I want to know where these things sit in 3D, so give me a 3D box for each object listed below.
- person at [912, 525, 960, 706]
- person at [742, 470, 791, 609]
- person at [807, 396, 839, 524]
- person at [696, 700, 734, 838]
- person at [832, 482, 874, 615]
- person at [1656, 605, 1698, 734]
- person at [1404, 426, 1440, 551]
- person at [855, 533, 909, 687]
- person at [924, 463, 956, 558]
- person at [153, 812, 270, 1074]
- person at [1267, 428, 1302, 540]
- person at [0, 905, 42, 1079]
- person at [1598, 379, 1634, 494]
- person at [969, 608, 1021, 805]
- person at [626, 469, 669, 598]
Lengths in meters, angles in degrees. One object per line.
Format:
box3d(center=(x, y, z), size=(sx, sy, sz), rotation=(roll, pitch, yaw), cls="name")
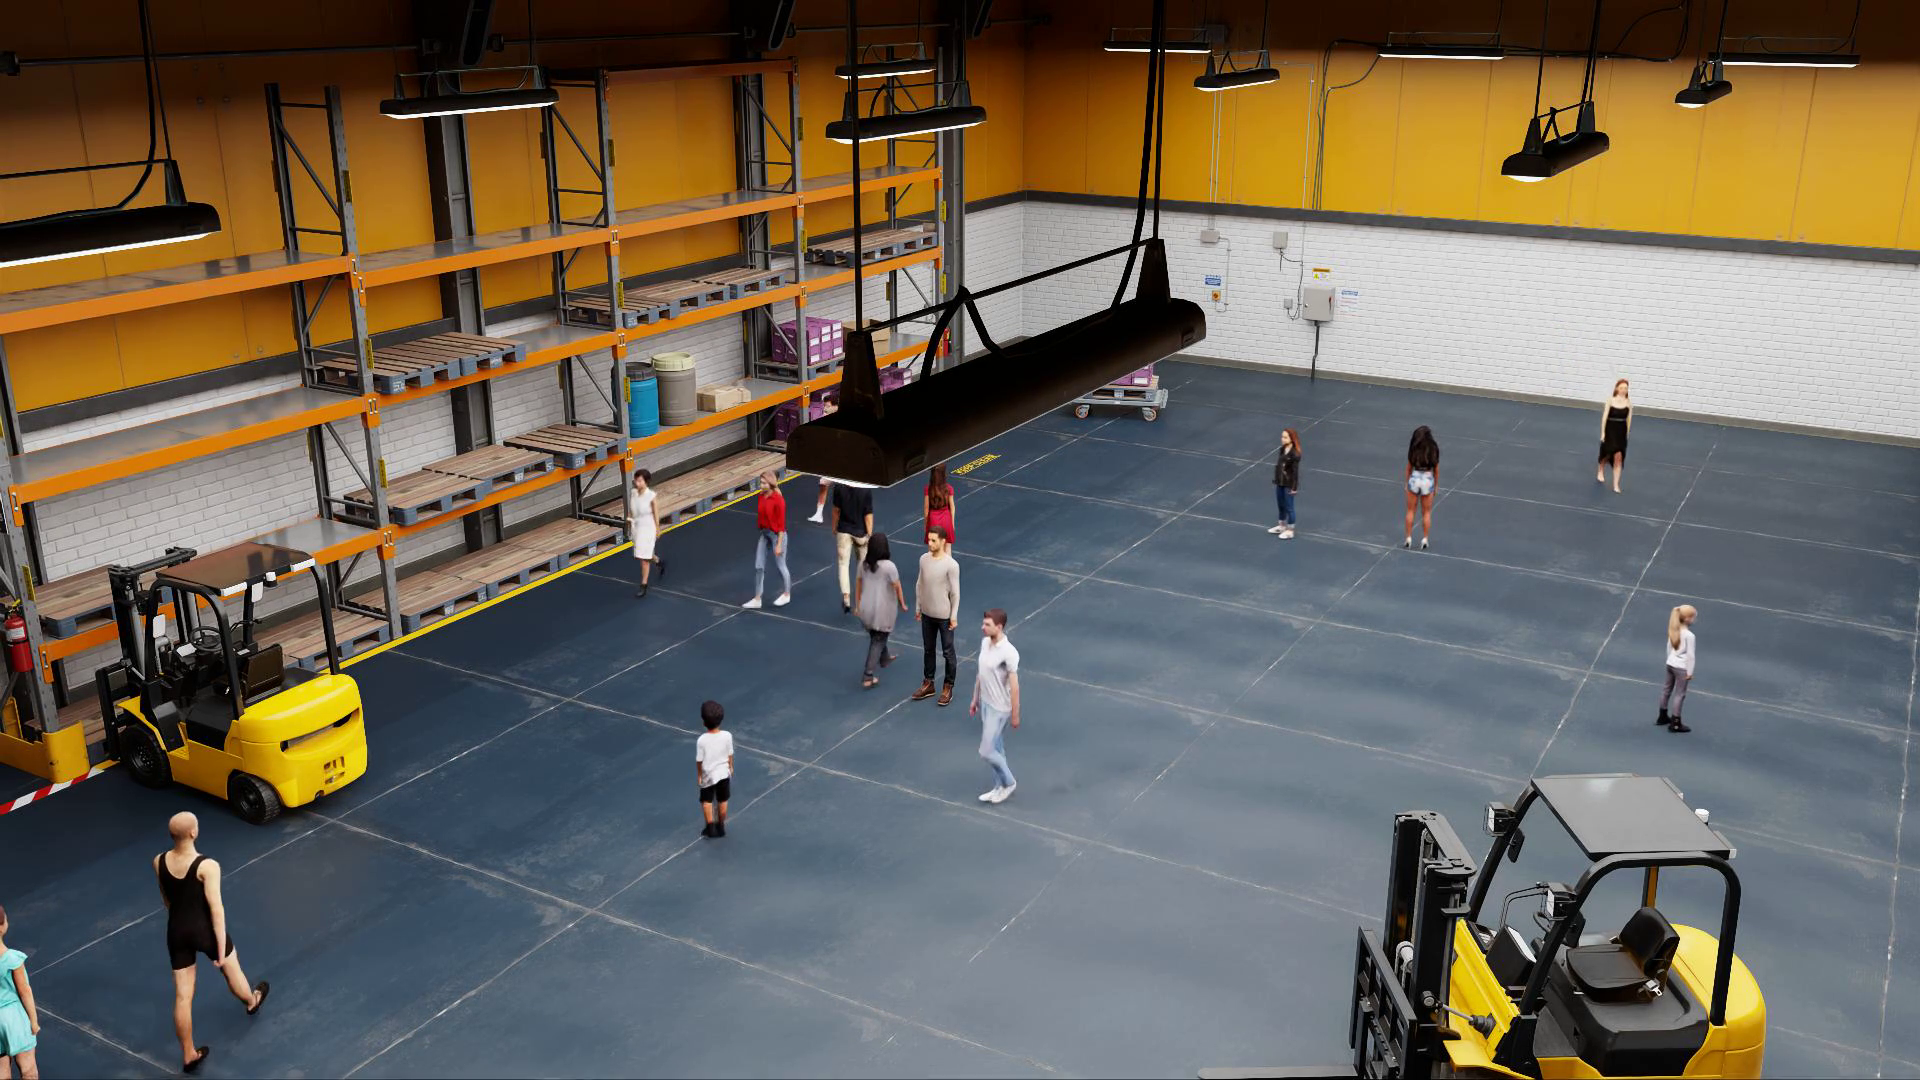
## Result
box3d(center=(-0.221, 0.738, 16.840), size=(0.636, 1.868, 0.549), rotation=(11, 21, 29), cls="person")
box3d(center=(-2.110, -0.025, 19.395), size=(0.739, 1.684, 0.926), rotation=(16, 24, 39), cls="person")
box3d(center=(-1.632, -1.097, 22.464), size=(0.652, 1.757, 0.984), rotation=(9, 21, 26), cls="person")
box3d(center=(-2.061, 1.976, 14.129), size=(0.593, 1.253, 0.663), rotation=(-8, 20, -23), cls="person")
box3d(center=(-1.261, -0.038, 19.214), size=(1.030, 1.824, 1.234), rotation=(0, 19, -1), cls="person")
box3d(center=(7.020, 1.243, 16.264), size=(0.638, 1.279, 0.577), rotation=(-5, 19, -14), cls="person")
box3d(center=(5.926, -0.670, 21.411), size=(0.622, 1.620, 0.639), rotation=(5, 19, 16), cls="person")
box3d(center=(-0.895, 0.745, 17.283), size=(0.654, 1.572, 1.026), rotation=(12, 22, 32), cls="person")
box3d(center=(-0.251, -0.211, 20.152), size=(0.666, 1.554, 0.727), rotation=(-1, 19, -2), cls="person")
box3d(center=(-5.170, 2.715, 11.126), size=(0.963, 1.768, 1.206), rotation=(2, 19, 4), cls="person")
box3d(center=(4.309, -0.761, 21.896), size=(0.688, 1.482, 0.656), rotation=(-8, 20, -22), cls="person")
box3d(center=(-6.058, 3.019, 10.554), size=(0.621, 1.558, 0.640), rotation=(1, 19, 4), cls="person")
box3d(center=(9.419, -1.530, 24.014), size=(0.801, 1.588, 1.155), rotation=(4, 19, 11), cls="person")
box3d(center=(0.397, 1.465, 14.729), size=(0.820, 1.837, 0.784), rotation=(-9, 21, -25), cls="person")
box3d(center=(-3.749, -0.121, 19.922), size=(0.541, 1.530, 0.934), rotation=(10, 21, 27), cls="person")
